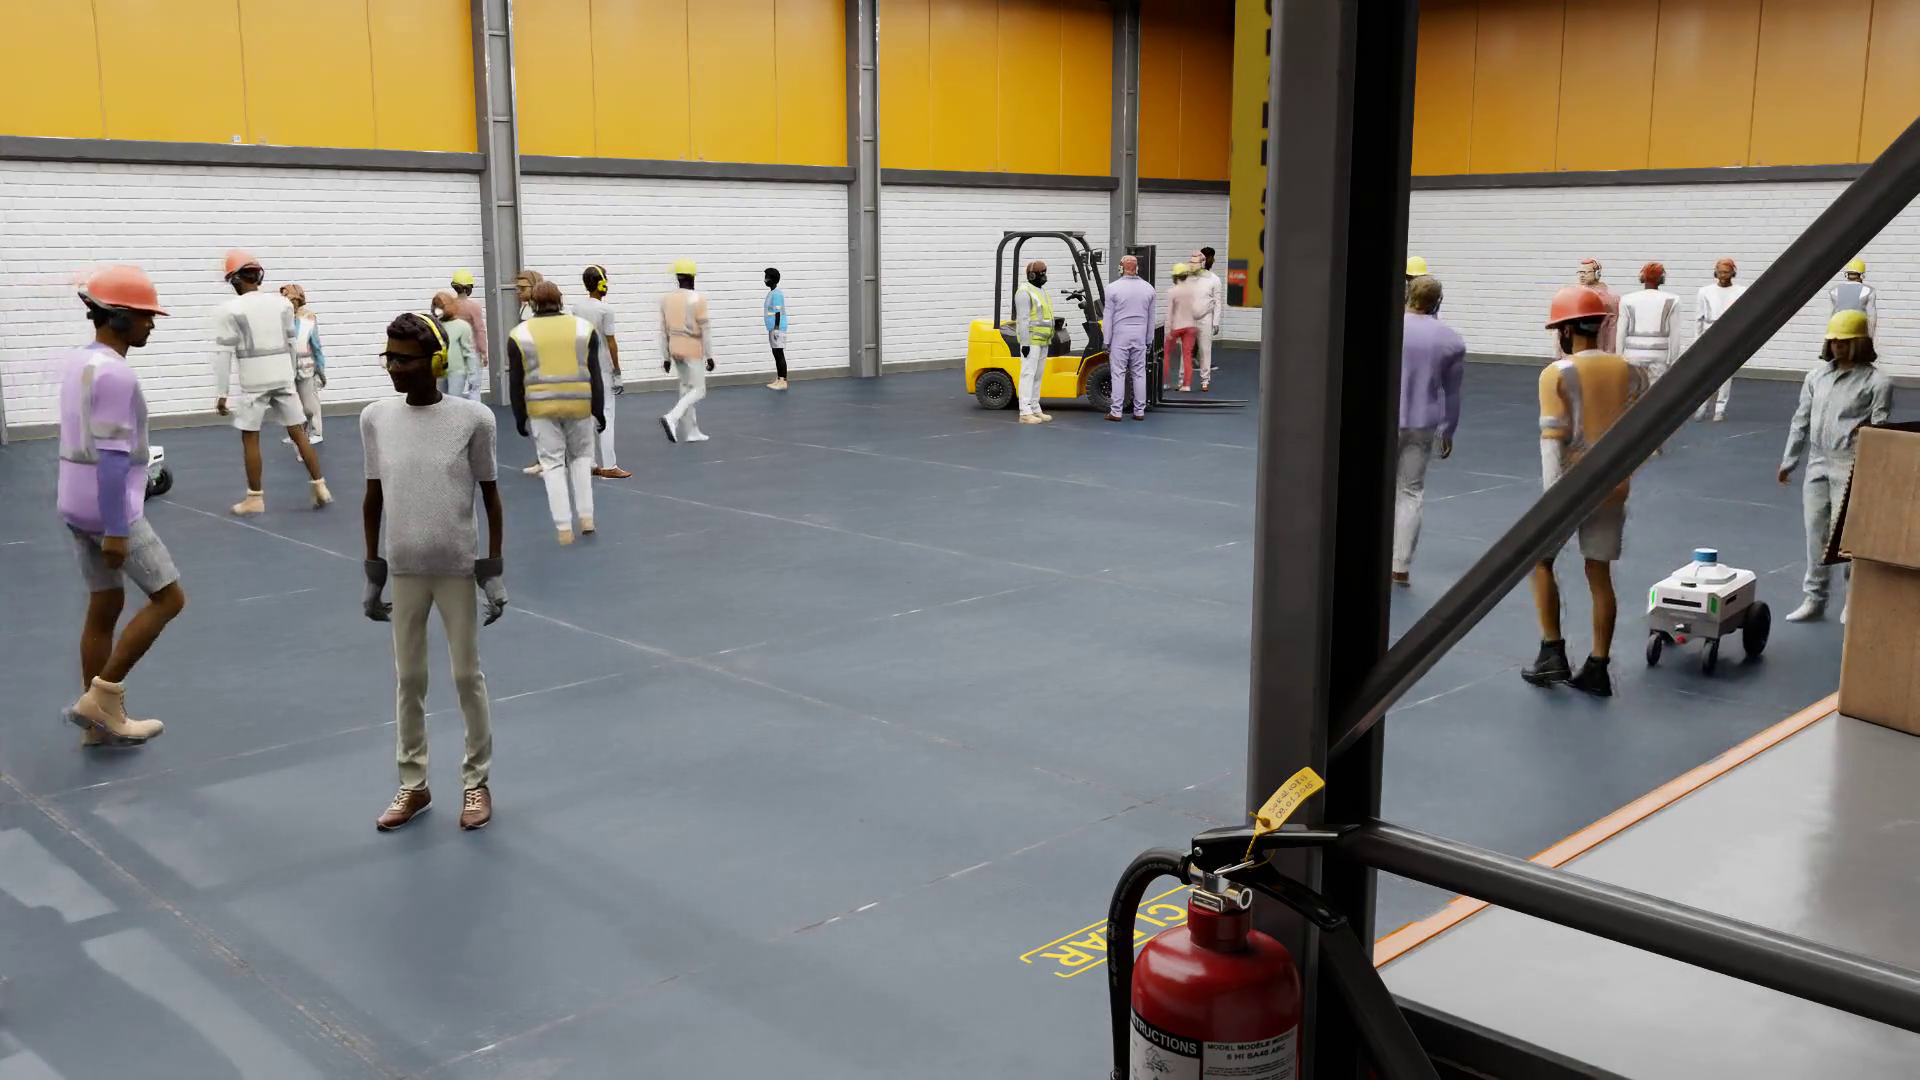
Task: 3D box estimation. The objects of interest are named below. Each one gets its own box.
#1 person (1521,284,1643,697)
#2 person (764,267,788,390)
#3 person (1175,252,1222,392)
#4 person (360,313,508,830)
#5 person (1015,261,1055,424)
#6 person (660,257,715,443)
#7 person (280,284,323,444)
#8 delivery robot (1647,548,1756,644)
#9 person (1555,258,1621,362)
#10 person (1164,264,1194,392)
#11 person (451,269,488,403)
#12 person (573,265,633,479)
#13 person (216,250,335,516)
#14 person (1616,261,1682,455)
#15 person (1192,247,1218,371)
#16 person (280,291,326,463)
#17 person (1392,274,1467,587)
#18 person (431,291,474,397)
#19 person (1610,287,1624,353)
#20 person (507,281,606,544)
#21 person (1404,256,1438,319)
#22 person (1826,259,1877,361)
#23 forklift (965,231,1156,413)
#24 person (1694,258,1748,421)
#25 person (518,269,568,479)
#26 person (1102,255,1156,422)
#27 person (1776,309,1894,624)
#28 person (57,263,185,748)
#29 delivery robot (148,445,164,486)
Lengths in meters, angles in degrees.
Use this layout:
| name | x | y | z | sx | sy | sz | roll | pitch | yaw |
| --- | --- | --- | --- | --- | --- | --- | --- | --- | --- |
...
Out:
| name | x | y | z | sx | sy | sz | roll | pitch | yaw |
| --- | --- | --- | --- | --- | --- | --- | --- | --- | --- |
| person | 2.905 | -0.228 | 7.777 | 0.554 | 1.902 | 0.578 | -3 | 11 | -14 |
| person | -2.559 | -2.925 | 23.057 | 0.321 | 1.690 | 0.536 | -3 | 11 | -17 |
| person | 3.236 | -2.983 | 22.784 | 0.652 | 1.904 | 0.402 | 4 | 11 | 19 |
| person | -1.888 | 0.121 | 5.964 | 0.518 | 1.865 | 0.323 | 0 | 10 | 1 |
| person | 0.865 | -2.255 | 18.982 | 0.429 | 1.841 | 0.633 | 5 | 11 | 25 |
| person | -2.822 | -1.917 | 16.957 | 0.595 | 1.910 | 0.711 | 7 | 13 | 34 |
| person | -6.758 | -1.792 | 17.012 | 0.521 | 1.639 | 0.311 | 5 | 12 | 27 |
| delivery robot | 3.742 | 0.287 | 8.378 | 0.477 | 0.478 | 0.707 | 9 | 14 | 39 |
| person | 6.211 | -1.841 | 16.549 | 0.407 | 1.906 | 0.655 | -8 | 13 | -39 |
| person | 2.951 | -2.902 | 22.800 | 0.535 | 1.744 | 0.722 | -5 | 12 | -25 |
| person | -5.252 | -1.986 | 17.716 | 0.525 | 1.772 | 0.307 | 4 | 11 | 23 |
| person | -3.171 | -1.450 | 14.592 | 0.553 | 1.882 | 0.423 | 7 | 12 | 33 |
| person | -5.268 | -1.188 | 12.705 | 0.613 | 2.014 | 0.818 | 9 | 14 | 40 |
| person | 6.688 | -1.764 | 16.188 | 0.584 | 1.882 | 0.337 | 5 | 11 | 24 |
| person | 3.878 | -3.657 | 26.339 | 0.610 | 1.955 | 0.399 | -9 | 14 | -42 |
| person | -6.349 | -1.563 | 15.809 | 0.545 | 1.616 | 0.635 | -8 | 13 | -38 |
| person | 2.753 | -0.665 | 10.168 | 0.651 | 1.897 | 0.461 | 0 | 10 | 0 |
| person | -4.890 | -1.595 | 16.030 | 0.504 | 1.606 | 0.698 | 2 | 11 | 12 |
| person | 6.803 | -1.914 | 17.796 | 0.864 | 1.596 | 0.537 | -5 | 12 | -25 |
| person | -2.822 | -0.891 | 11.617 | 0.640 | 1.815 | 0.617 | -4 | 11 | -19 |
| person | 4.423 | -1.812 | 16.335 | 0.592 | 1.925 | 0.385 | -2 | 11 | -12 |
| person | 11.265 | -2.625 | 21.017 | 0.404 | 1.836 | 0.586 | -10 | 14 | -42 |
| forklift | 1.222 | -2.721 | 20.561 | 2.313 | 2.155 | 1.214 | 2 | 11 | 13 |
| person | 8.714 | -2.279 | 19.040 | 0.593 | 1.866 | 0.576 | 5 | 12 | 27 |
| person | -3.709 | -1.456 | 14.662 | 0.348 | 1.837 | 0.503 | -9 | 14 | -40 |
| person | 1.925 | -2.313 | 19.152 | 0.644 | 1.903 | 0.401 | -4 | 11 | -21 |
| person | 4.789 | -0.391 | 9.114 | 0.346 | 1.735 | 0.505 | -5 | 12 | -27 |
| person | -3.483 | -0.121 | 6.894 | 0.505 | 2.020 | 0.604 | -10 | 14 | -42 |
| delivery robot | -6.833 | -0.637 | 13.415 | 0.707 | 0.478 | 0.477 | -1 | 10 | -5 |
